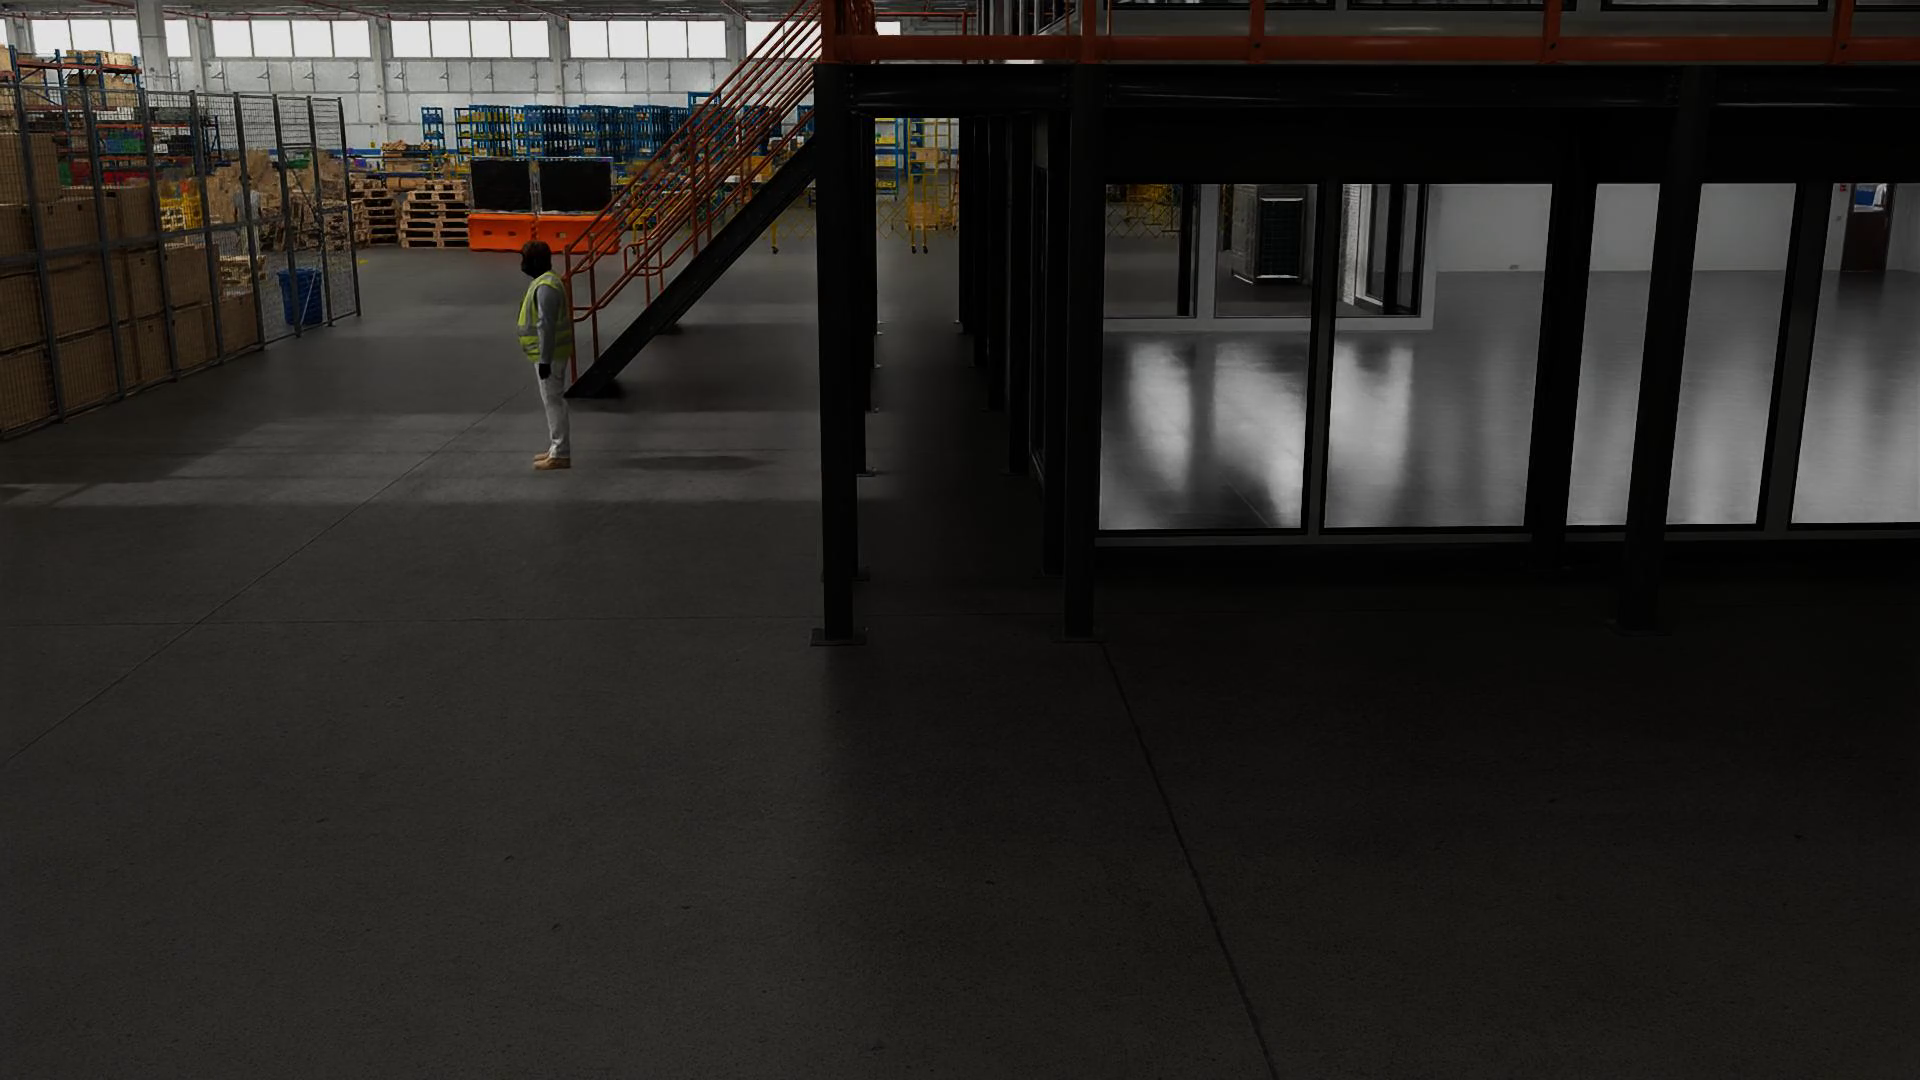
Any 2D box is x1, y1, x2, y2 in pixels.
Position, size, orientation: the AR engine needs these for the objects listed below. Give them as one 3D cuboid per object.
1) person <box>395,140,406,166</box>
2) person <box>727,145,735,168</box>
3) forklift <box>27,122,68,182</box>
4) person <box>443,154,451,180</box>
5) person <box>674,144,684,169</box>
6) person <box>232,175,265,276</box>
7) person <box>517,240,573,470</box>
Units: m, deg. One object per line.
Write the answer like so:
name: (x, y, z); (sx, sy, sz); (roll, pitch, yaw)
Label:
person: (-27.567, -18.735, 82.049); (0.616, 1.982, 0.412); (3, 14, 12)
person: (-10.131, -16.475, 73.342); (0.754, 1.810, 0.599); (1, 14, 3)
forklift: (-35.376, -14.773, 64.377); (1.129, 2.768, 1.873); (-1, 14, -2)
person: (-17.120, -12.013, 55.610); (0.329, 1.765, 0.533); (-2, 14, -9)
person: (-12.562, -16.914, 74.998); (0.976, 1.852, 0.676); (2, 14, 8)
person: (-12.901, -5.713, 30.208); (0.514, 1.876, 0.328); (-9, 17, -33)
person: (-3.340, -1.487, 13.413); (0.431, 1.836, 0.619); (-4, 15, -16)
